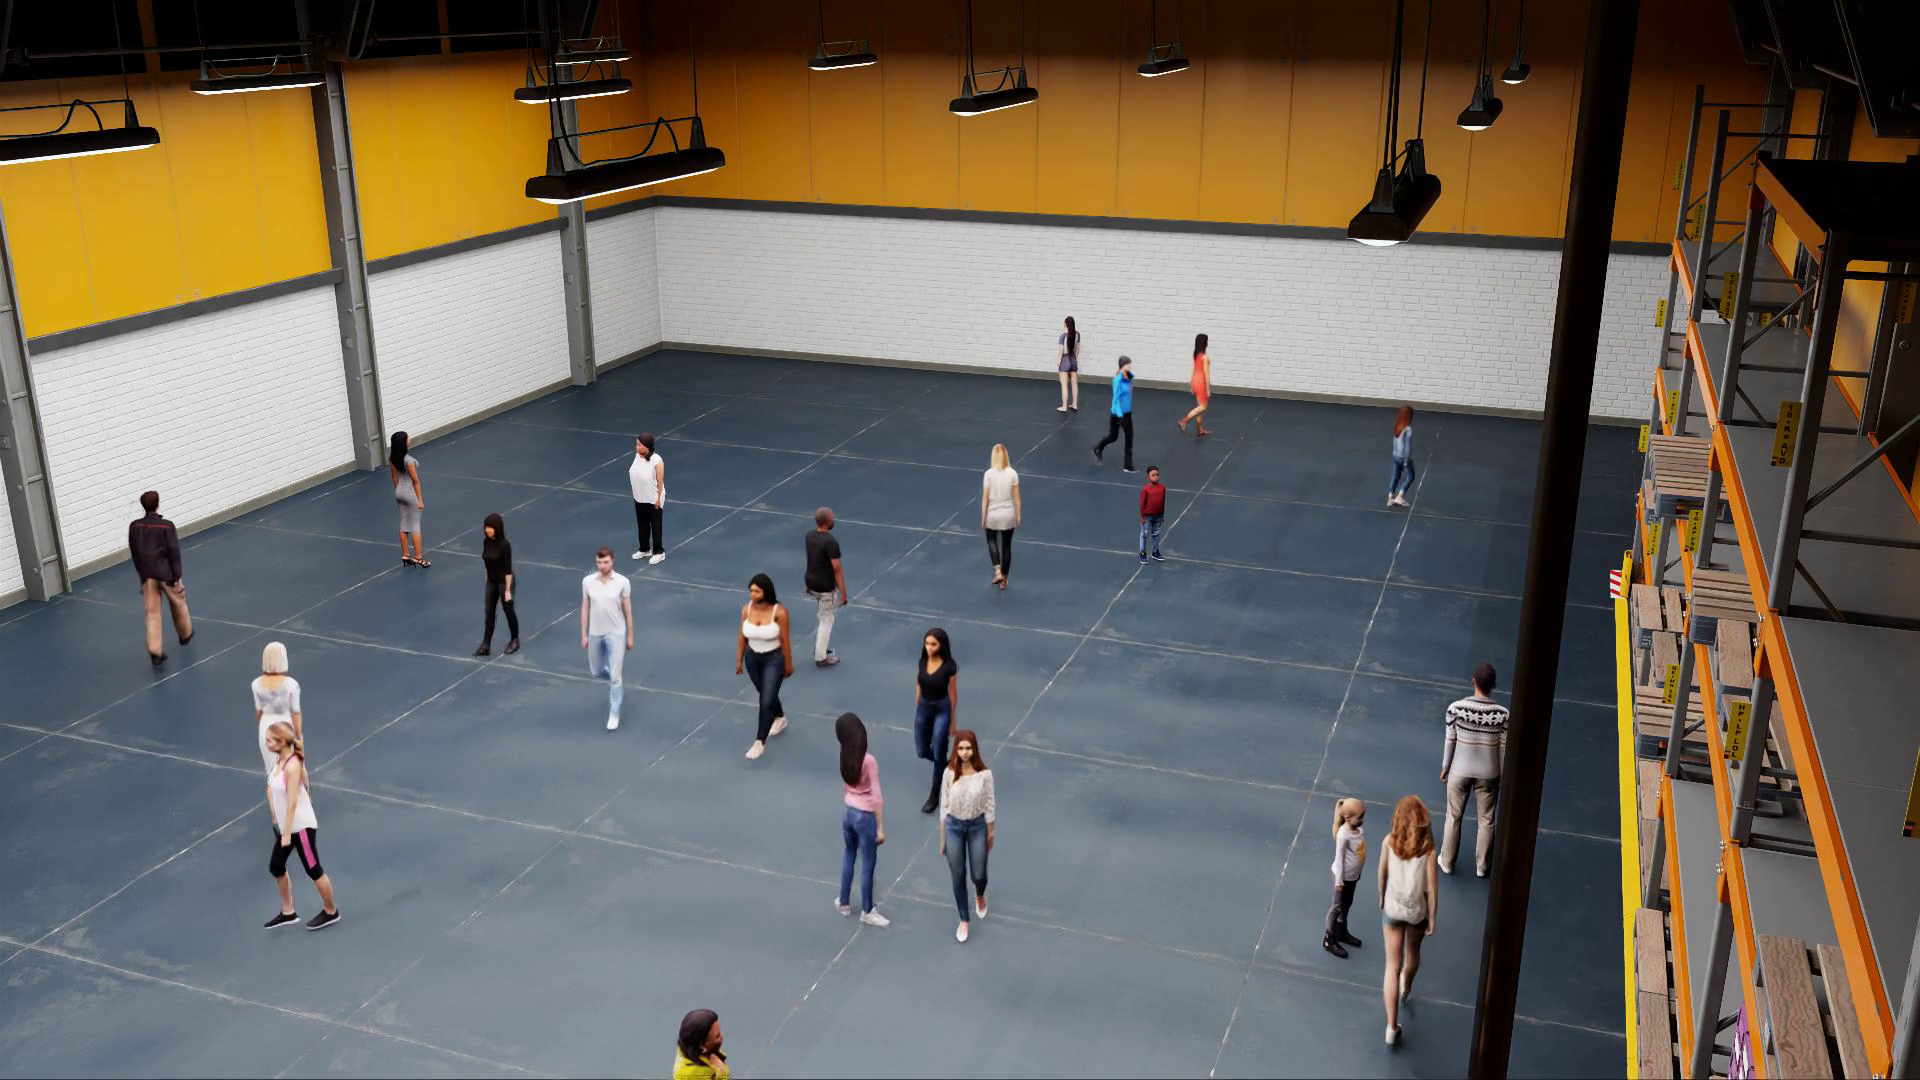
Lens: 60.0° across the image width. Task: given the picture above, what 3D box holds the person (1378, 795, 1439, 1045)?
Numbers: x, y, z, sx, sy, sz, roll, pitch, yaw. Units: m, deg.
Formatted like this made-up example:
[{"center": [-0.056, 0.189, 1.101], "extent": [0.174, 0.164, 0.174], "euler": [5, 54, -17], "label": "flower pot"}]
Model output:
[{"center": [3.090, 2.684, 11.602], "extent": [0.600, 1.706, 1.056], "euler": [8, 20, 23], "label": "person"}]

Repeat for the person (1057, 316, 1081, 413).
[{"center": [1.883, -3.049, 28.714], "extent": [0.640, 1.651, 0.735], "euler": [-13, 22, -33], "label": "person"}]

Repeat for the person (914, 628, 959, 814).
[{"center": [-0.175, 1.566, 14.888], "extent": [0.620, 1.729, 0.810], "euler": [9, 21, 25], "label": "person"}]

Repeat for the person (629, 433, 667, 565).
[{"center": [-3.995, -0.556, 21.251], "extent": [0.734, 1.688, 0.725], "euler": [15, 24, 38], "label": "person"}]

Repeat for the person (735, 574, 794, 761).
[{"center": [-1.832, 1.165, 16.031], "extent": [0.698, 1.759, 1.167], "euler": [8, 20, 22], "label": "person"}]

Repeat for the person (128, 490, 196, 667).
[{"center": [-8.704, 0.441, 17.990], "extent": [1.124, 1.880, 1.332], "euler": [-4, 19, -11], "label": "person"}]

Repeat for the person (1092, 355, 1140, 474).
[{"center": [2.358, -1.901, 25.117], "extent": [1.122, 1.770, 0.996], "euler": [-17, 25, -42], "label": "person"}]

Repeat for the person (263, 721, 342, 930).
[{"center": [-5.040, 2.210, 12.910], "extent": [0.913, 1.770, 0.825], "euler": [-14, 23, -35], "label": "person"}]

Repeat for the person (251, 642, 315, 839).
[{"center": [-5.885, 1.759, 14.345], "extent": [0.922, 1.709, 1.148], "euler": [-2, 19, -7], "label": "person"}]

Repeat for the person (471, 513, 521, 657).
[{"center": [-5.009, 0.461, 18.319], "extent": [0.674, 1.632, 0.851], "euler": [10, 21, 27], "label": "person"}]

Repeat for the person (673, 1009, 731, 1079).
[{"center": [-1.557, 3.424, 9.508], "extent": [1.048, 1.640, 0.990], "euler": [-4, 19, -11], "label": "person"}]

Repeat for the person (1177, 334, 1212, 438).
[{"center": [3.824, -2.471, 26.916], "extent": [0.971, 1.702, 0.935], "euler": [-7, 20, -20], "label": "person"}]

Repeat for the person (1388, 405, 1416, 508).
[{"center": [6.157, -1.162, 23.403], "extent": [0.730, 1.464, 0.659], "euler": [-7, 20, -20], "label": "person"}]

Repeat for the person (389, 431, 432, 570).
[{"center": [-6.964, -0.510, 20.969], "extent": [0.622, 1.781, 0.578], "euler": [11, 22, 30], "label": "person"}]

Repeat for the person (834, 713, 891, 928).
[{"center": [-0.759, 2.205, 13.009], "extent": [0.688, 1.717, 0.760], "euler": [-11, 21, -29], "label": "person"}]

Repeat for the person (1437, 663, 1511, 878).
[{"center": [4.237, 1.896, 13.701], "extent": [0.711, 1.861, 0.595], "euler": [4, 19, 13], "label": "person"}]

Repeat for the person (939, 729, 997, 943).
[{"center": [0.054, 2.237, 12.908], "extent": [0.655, 1.720, 0.768], "euler": [2, 19, 7], "label": "person"}]

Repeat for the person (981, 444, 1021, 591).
[{"center": [0.500, -0.237, 20.111], "extent": [0.769, 1.812, 0.806], "euler": [-1, 19, -4], "label": "person"}]

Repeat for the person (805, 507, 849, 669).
[{"center": [-1.538, 0.533, 17.858], "extent": [0.831, 1.791, 0.805], "euler": [-16, 24, -39], "label": "person"}]

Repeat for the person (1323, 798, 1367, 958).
[{"center": [2.937, 2.544, 12.691], "extent": [0.609, 1.276, 0.510], "euler": [15, 24, 38], "label": "person"}]

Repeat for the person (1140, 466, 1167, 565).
[{"center": [2.457, -0.346, 21.304], "extent": [0.587, 1.256, 0.640], "euler": [-7, 20, -20], "label": "person"}]

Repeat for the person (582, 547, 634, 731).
[{"center": [-3.511, 0.929, 16.616], "extent": [0.857, 1.833, 1.111], "euler": [1, 19, 2], "label": "person"}]
